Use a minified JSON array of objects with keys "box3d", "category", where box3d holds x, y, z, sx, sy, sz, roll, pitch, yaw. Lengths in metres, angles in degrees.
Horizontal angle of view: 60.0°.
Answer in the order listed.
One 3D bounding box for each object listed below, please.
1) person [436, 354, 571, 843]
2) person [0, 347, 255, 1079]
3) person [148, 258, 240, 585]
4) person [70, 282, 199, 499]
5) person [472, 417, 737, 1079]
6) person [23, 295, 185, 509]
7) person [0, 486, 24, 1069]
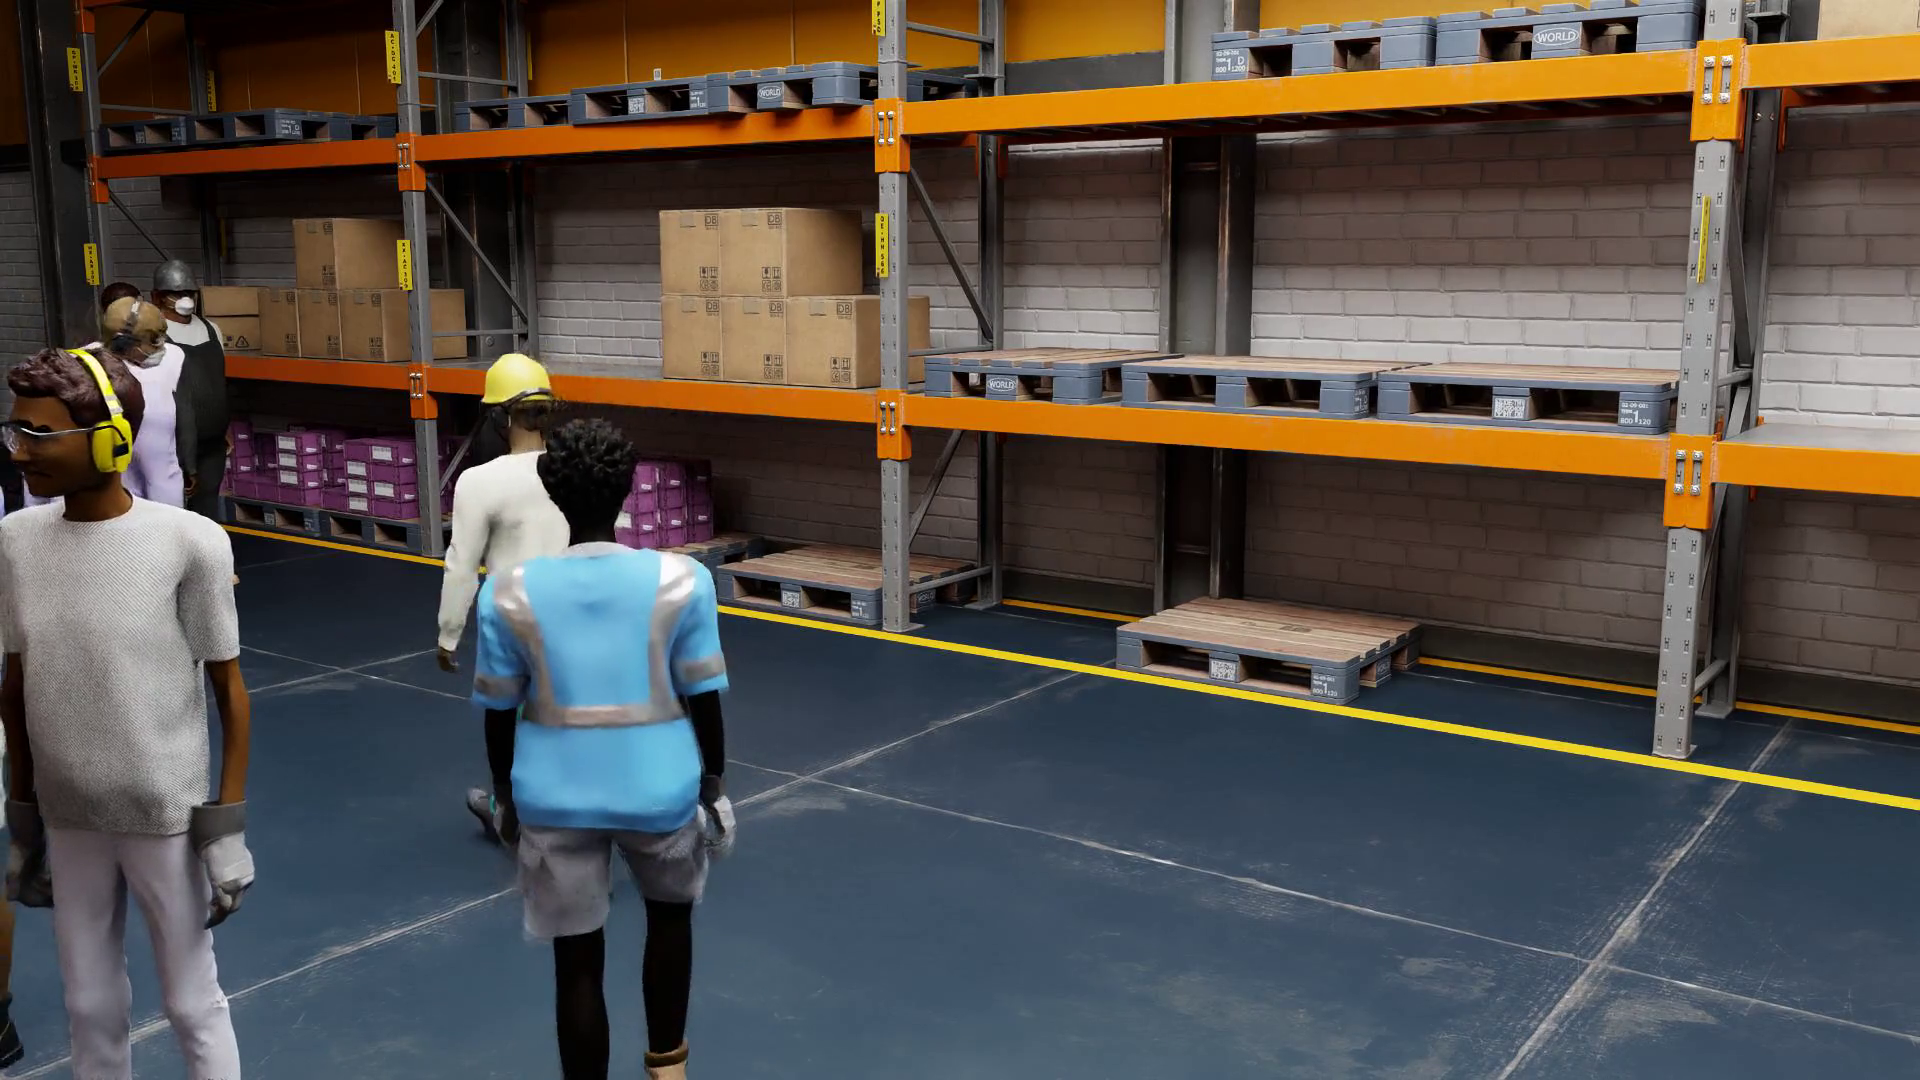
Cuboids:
[{"box3d":[-1.437,0.261,5.408,0.906,1.714,0.549,8,12,39],"category":"person"},{"box3d":[-1.627,0.559,3.239,0.514,1.864,0.332,1,10,6],"category":"person"},{"box3d":[-4.708,-0.690,10.151,0.536,2.000,0.684,5,11,29],"category":"person"},{"box3d":[-4.272,-0.372,8.639,0.588,1.913,0.391,-5,11,-29],"category":"person"},{"box3d":[-0.785,0.566,3.715,0.562,1.675,0.531,-1,10,-9],"category":"person"},{"box3d":[-3.399,-0.008,6.566,0.785,1.900,0.375,3,10,16],"category":"person"},{"box3d":[-2.534,0.390,4.030,0.551,1.939,0.374,4,10,24],"category":"person"}]
